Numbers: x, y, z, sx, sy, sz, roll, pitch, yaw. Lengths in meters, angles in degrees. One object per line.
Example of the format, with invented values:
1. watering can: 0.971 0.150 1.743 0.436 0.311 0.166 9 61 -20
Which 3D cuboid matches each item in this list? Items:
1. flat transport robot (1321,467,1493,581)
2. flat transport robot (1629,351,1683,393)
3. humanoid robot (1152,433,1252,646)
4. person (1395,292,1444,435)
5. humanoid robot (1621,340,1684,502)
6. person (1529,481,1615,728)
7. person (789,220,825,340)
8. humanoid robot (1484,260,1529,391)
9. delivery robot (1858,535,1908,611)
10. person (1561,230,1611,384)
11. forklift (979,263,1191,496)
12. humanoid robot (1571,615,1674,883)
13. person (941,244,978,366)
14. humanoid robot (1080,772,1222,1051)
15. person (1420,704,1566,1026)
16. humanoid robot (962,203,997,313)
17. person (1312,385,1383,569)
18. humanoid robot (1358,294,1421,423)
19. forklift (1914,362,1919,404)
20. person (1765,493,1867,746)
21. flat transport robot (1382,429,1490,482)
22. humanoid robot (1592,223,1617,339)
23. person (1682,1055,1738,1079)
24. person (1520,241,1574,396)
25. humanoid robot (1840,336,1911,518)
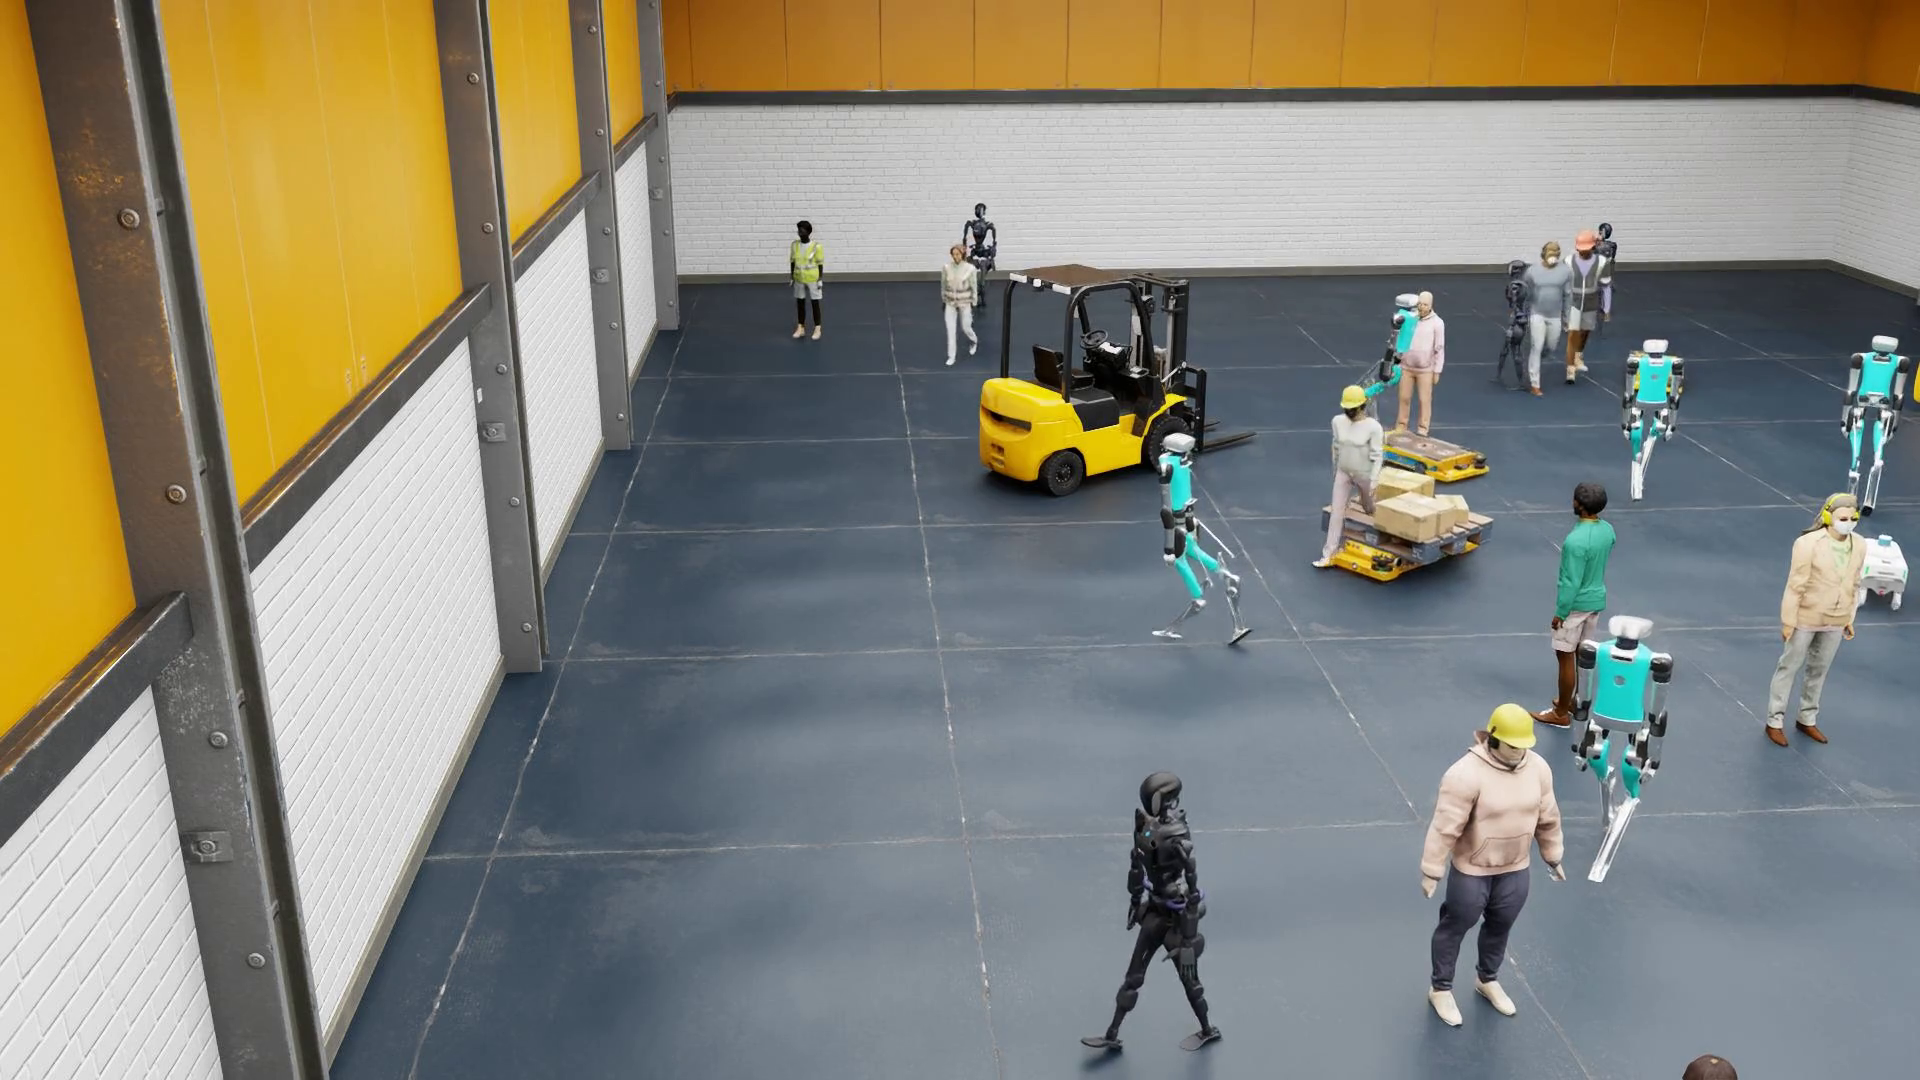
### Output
1. flat transport robot: 4.129 0.056 15.475 1.431 0.231 0.659 -15 25 -36
2. flat transport robot: 9.004 -2.174 21.551 0.659 0.231 1.431 8 22 20
3. humanoid robot: 2.040 0.049 13.395 0.969 1.770 0.539 10 23 26
4. person: 5.159 -1.919 18.676 0.537 1.778 0.407 13 24 32
5. humanoid robot: 6.953 -1.225 16.858 0.560 1.733 1.028 6 21 15
6. person: 4.485 0.472 12.047 0.506 1.849 0.389 -17 26 -38
7. person: -2.178 -3.692 23.612 0.539 1.695 0.317 8 22 20
8. humanoid robot: 6.970 -2.716 21.011 0.627 1.636 0.610 9 22 23
9. delivery robot: 8.032 0.256 14.541 0.499 0.614 0.812 8 21 20
10. person: 8.040 -3.047 21.464 0.683 1.980 1.095 6 21 15
11. forklift: 1.315 -1.764 17.646 2.313 2.155 1.214 -14 24 -33
12. humanoid robot: 4.097 1.210 10.263 0.546 1.813 0.894 12 23 30
13. person: 0.010 -3.185 22.344 0.517 1.623 0.597 8 22 20
14. humanoid robot: 1.027 1.917 8.418 0.762 1.623 0.589 -11 23 -27
15. person: 2.776 1.682 8.746 0.796 1.856 0.450 -5 21 -12
16. humanoid robot: 0.289 -4.278 25.235 0.591 1.648 0.465 9 22 23
17. person: 3.611 -0.594 15.150 0.563 1.706 0.921 16 25 36
18. humanoid robot: 4.753 -1.927 18.772 0.823 1.780 0.531 19 27 41
19. forklift: 12.602 -2.435 19.475 2.313 2.155 1.214 -1 20 -4
20. person: 6.082 0.550 11.802 0.554 1.876 0.393 -2 20 -6
21. flat transport robot: 5.008 -0.940 18.188 0.659 0.231 1.431 -13 24 -31
22. humanoid robot: 9.078 -3.740 23.827 0.585 1.631 0.737 -8 22 -21
23. person: 2.655 2.688 6.144 0.475 1.766 0.389 15 25 36
24. person: 7.353 -2.833 20.971 0.632 1.914 0.854 1 20 3
25. humanoid robot: 9.043 -1.077 16.492 0.531 1.775 1.001 8 22 21
